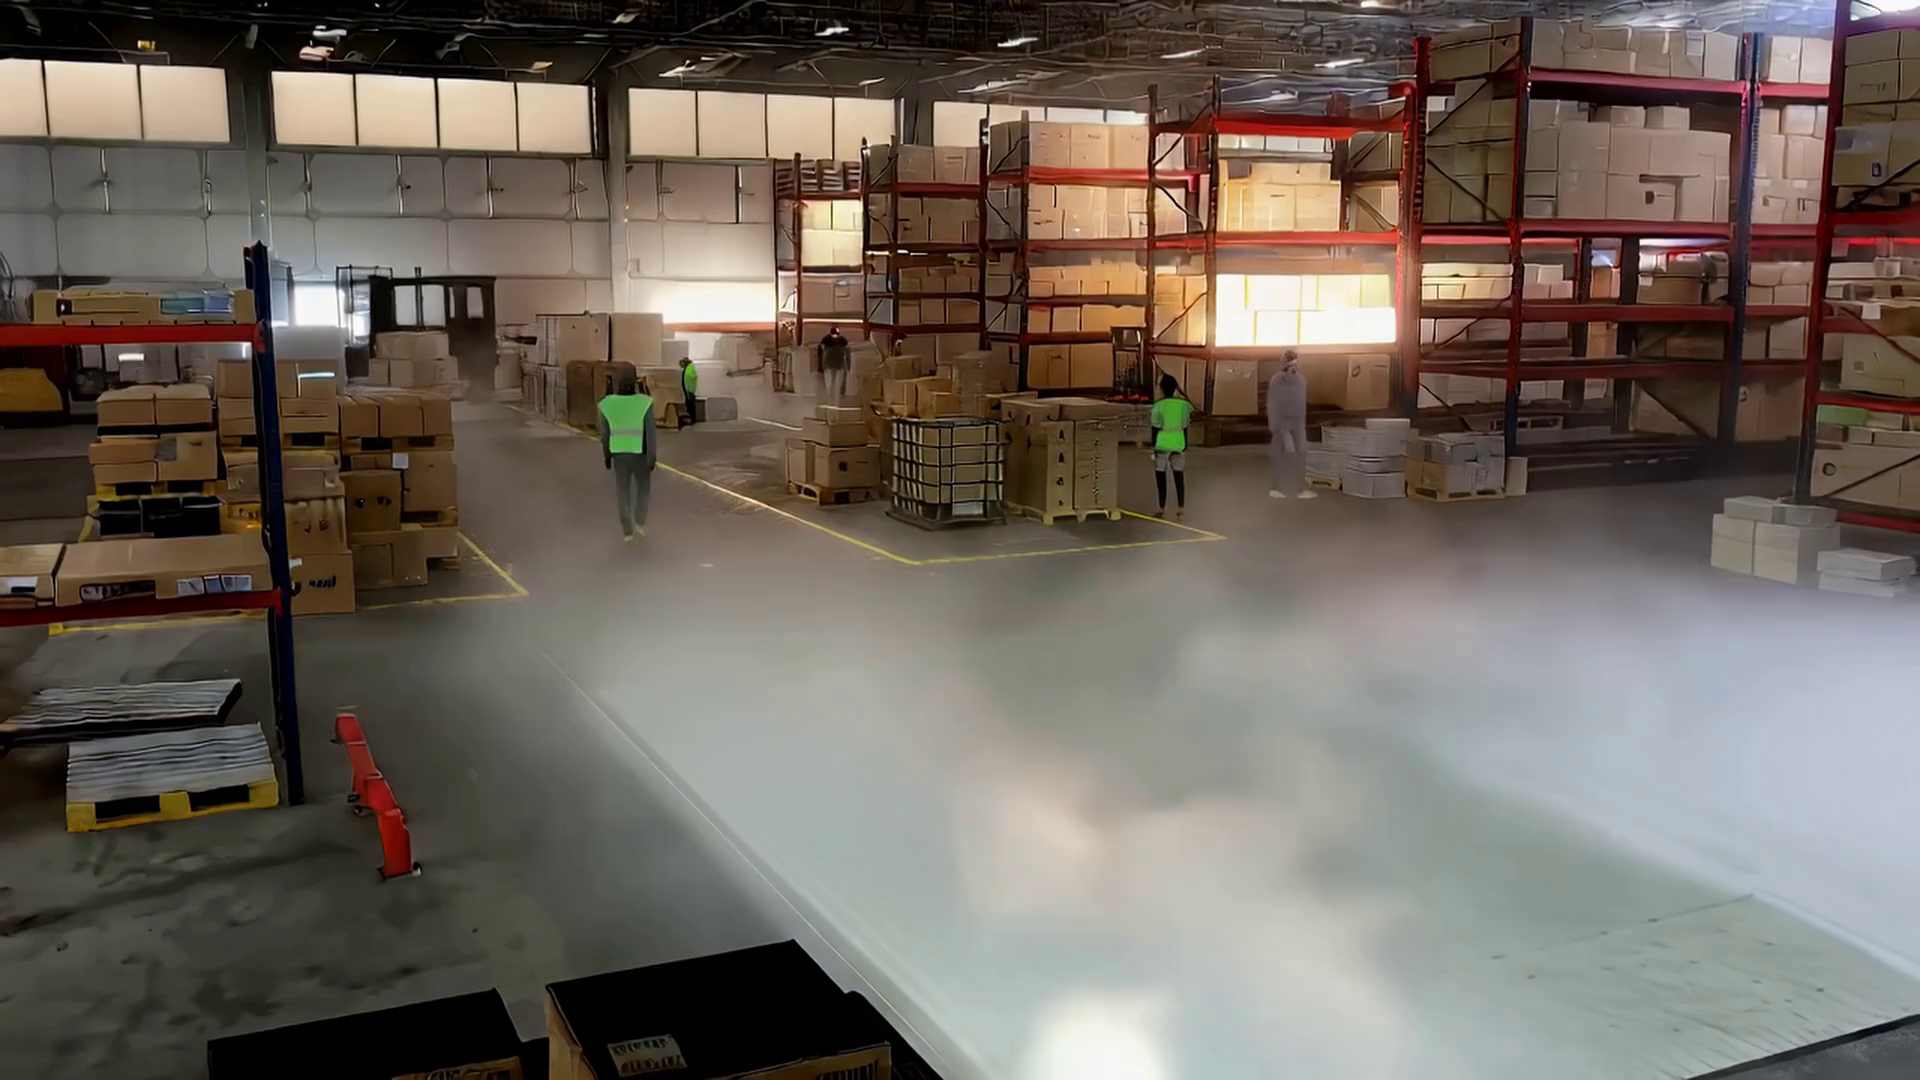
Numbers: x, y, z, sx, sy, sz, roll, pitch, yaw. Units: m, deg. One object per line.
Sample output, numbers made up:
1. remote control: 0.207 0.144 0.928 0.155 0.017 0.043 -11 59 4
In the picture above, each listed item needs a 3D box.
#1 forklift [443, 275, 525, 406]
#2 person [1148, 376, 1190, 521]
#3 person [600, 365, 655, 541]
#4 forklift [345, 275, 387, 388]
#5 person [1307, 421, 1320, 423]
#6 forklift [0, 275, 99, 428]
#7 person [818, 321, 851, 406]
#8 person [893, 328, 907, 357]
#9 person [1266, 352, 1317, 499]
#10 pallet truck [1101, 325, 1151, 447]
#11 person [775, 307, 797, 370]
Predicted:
1. forklift: -10.544 -4.388 36.313 1.129 2.768 1.873 4 10 24
2. person: 2.429 -1.065 19.371 0.529 1.692 0.321 -4 10 -25
3. person: -3.561 -0.931 17.907 0.592 1.904 0.470 0 9 0
4. forklift: -14.364 -5.144 40.999 1.873 2.768 1.129 -4 10 -25
5. person: 7.065 -3.221 31.963 0.784 1.946 0.613 -6 11 -33
6. forklift: -17.011 -3.559 31.168 1.873 2.768 1.129 -4 10 -25
7. person: -2.447 -3.334 32.712 0.652 1.928 0.434 -3 10 -18
8. person: -1.278 -4.075 38.301 0.824 1.595 0.545 -3 10 -17
9. person: 4.231 -1.443 21.131 0.669 1.873 0.813 -5 10 -28
10. pallet truck: 2.881 -2.596 27.923 0.823 1.965 1.885 -1 9 -7
11. person: -4.513 -5.066 43.259 0.612 1.995 0.376 3 10 18
